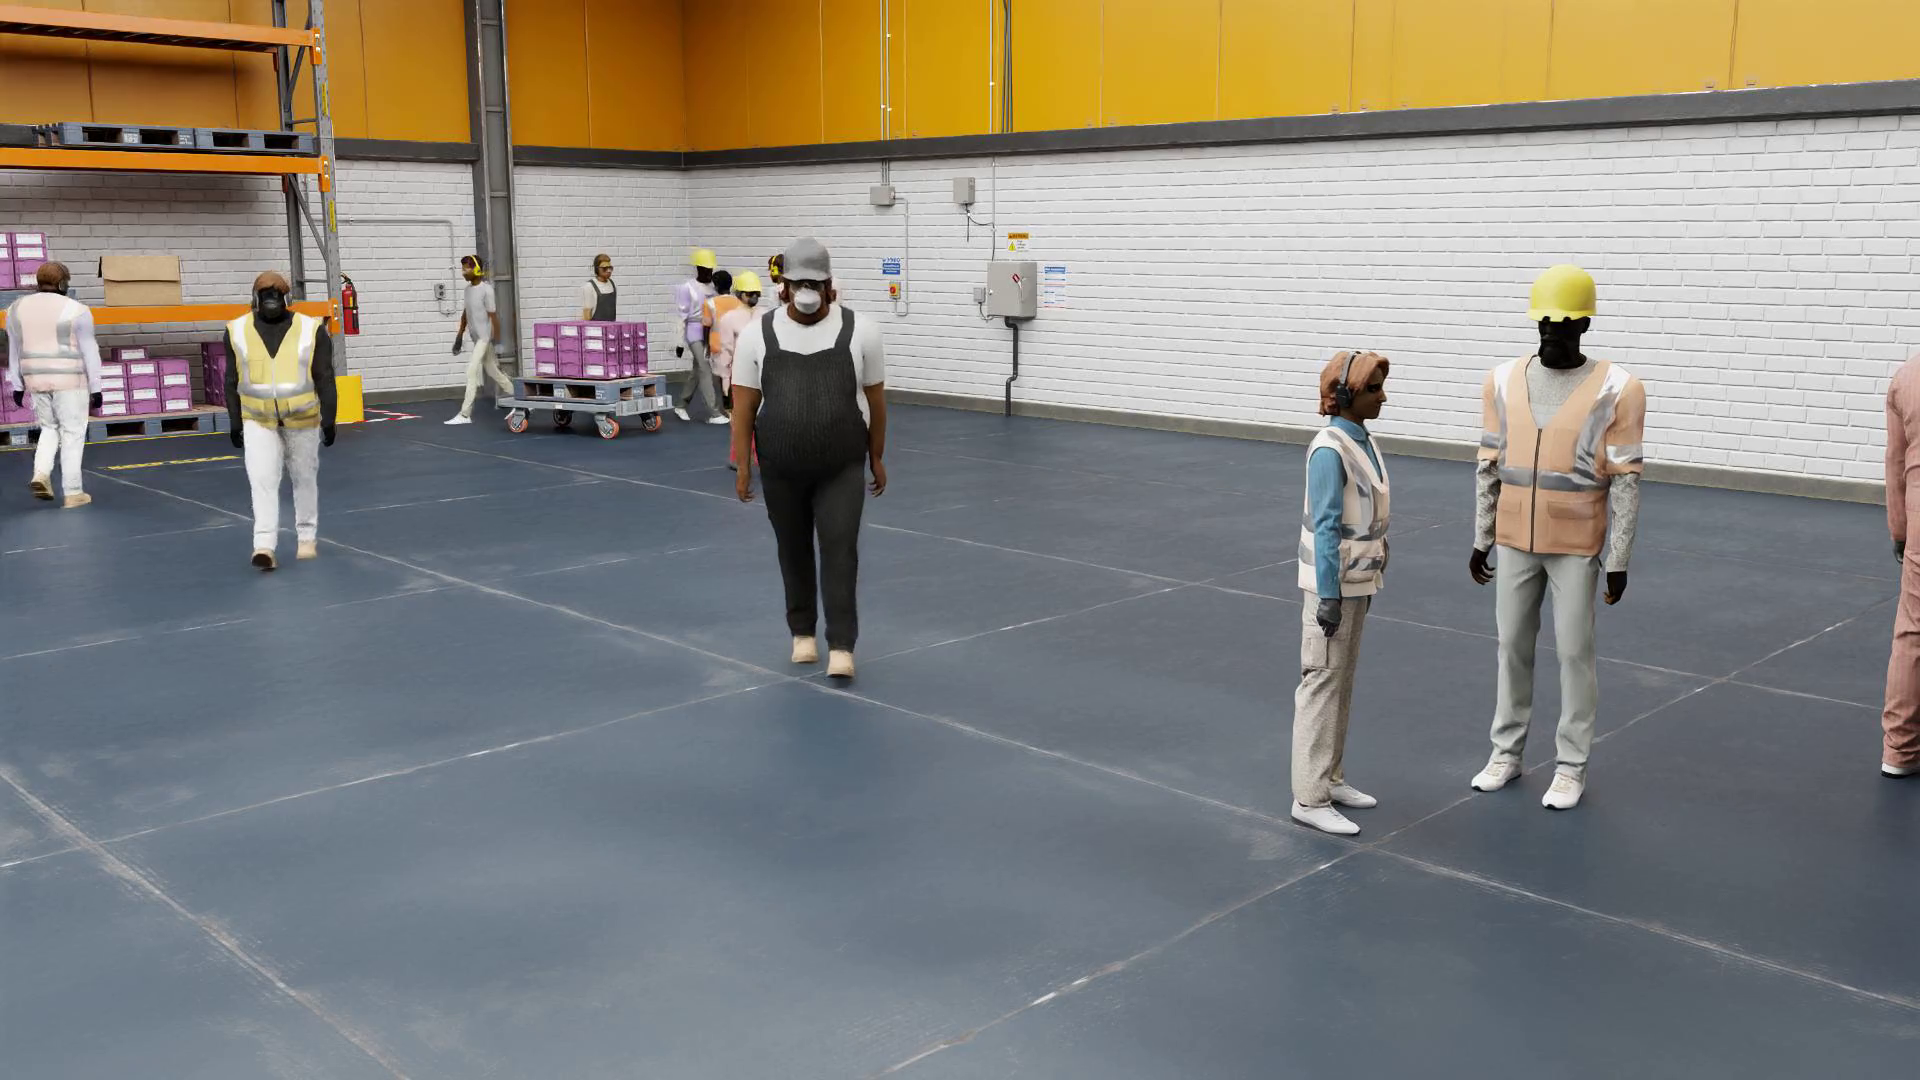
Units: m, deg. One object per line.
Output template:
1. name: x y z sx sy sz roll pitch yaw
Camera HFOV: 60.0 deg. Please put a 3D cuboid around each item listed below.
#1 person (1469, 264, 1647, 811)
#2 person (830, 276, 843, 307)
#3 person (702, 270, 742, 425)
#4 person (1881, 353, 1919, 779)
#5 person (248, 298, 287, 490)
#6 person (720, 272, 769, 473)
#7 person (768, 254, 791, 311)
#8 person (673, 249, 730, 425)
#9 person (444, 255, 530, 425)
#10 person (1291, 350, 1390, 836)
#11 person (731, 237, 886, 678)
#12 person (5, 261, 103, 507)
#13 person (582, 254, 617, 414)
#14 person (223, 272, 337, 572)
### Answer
1. person: 2.095 -0.007 5.909 0.589 1.923 0.392 10 14 43
2. person: -1.567 -2.200 17.971 0.644 1.880 0.502 -1 10 -4
3. person: -2.479 -2.072 17.909 0.579 1.634 0.897 -1 10 -6
4. person: 3.658 -0.017 6.004 0.409 1.909 0.642 -4 11 -23
5. person: -5.198 -1.083 12.644 0.509 1.604 0.775 2 11 13
6. person: -1.737 -1.377 13.928 0.537 1.720 0.901 -10 14 -42
7. person: -1.668 -1.950 16.746 0.766 1.836 0.525 4 11 22
8. person: -2.830 -2.195 17.992 0.884 1.880 0.583 7 12 33
9. person: -5.162 -2.178 18.062 0.990 1.825 0.532 -8 13 -38
10. person: 1.308 0.171 5.708 0.308 1.639 0.524 5 11 25
11. person: -0.700 -0.377 7.597 0.712 2.000 0.884 0 10 0
12. person: -6.702 -1.148 12.376 0.650 1.828 0.441 0 10 2
13. person: -4.021 -2.306 18.736 0.601 1.812 0.535 7 13 34
14. person: -4.129 -0.715 10.107 0.655 1.790 0.971 -3 11 -16
